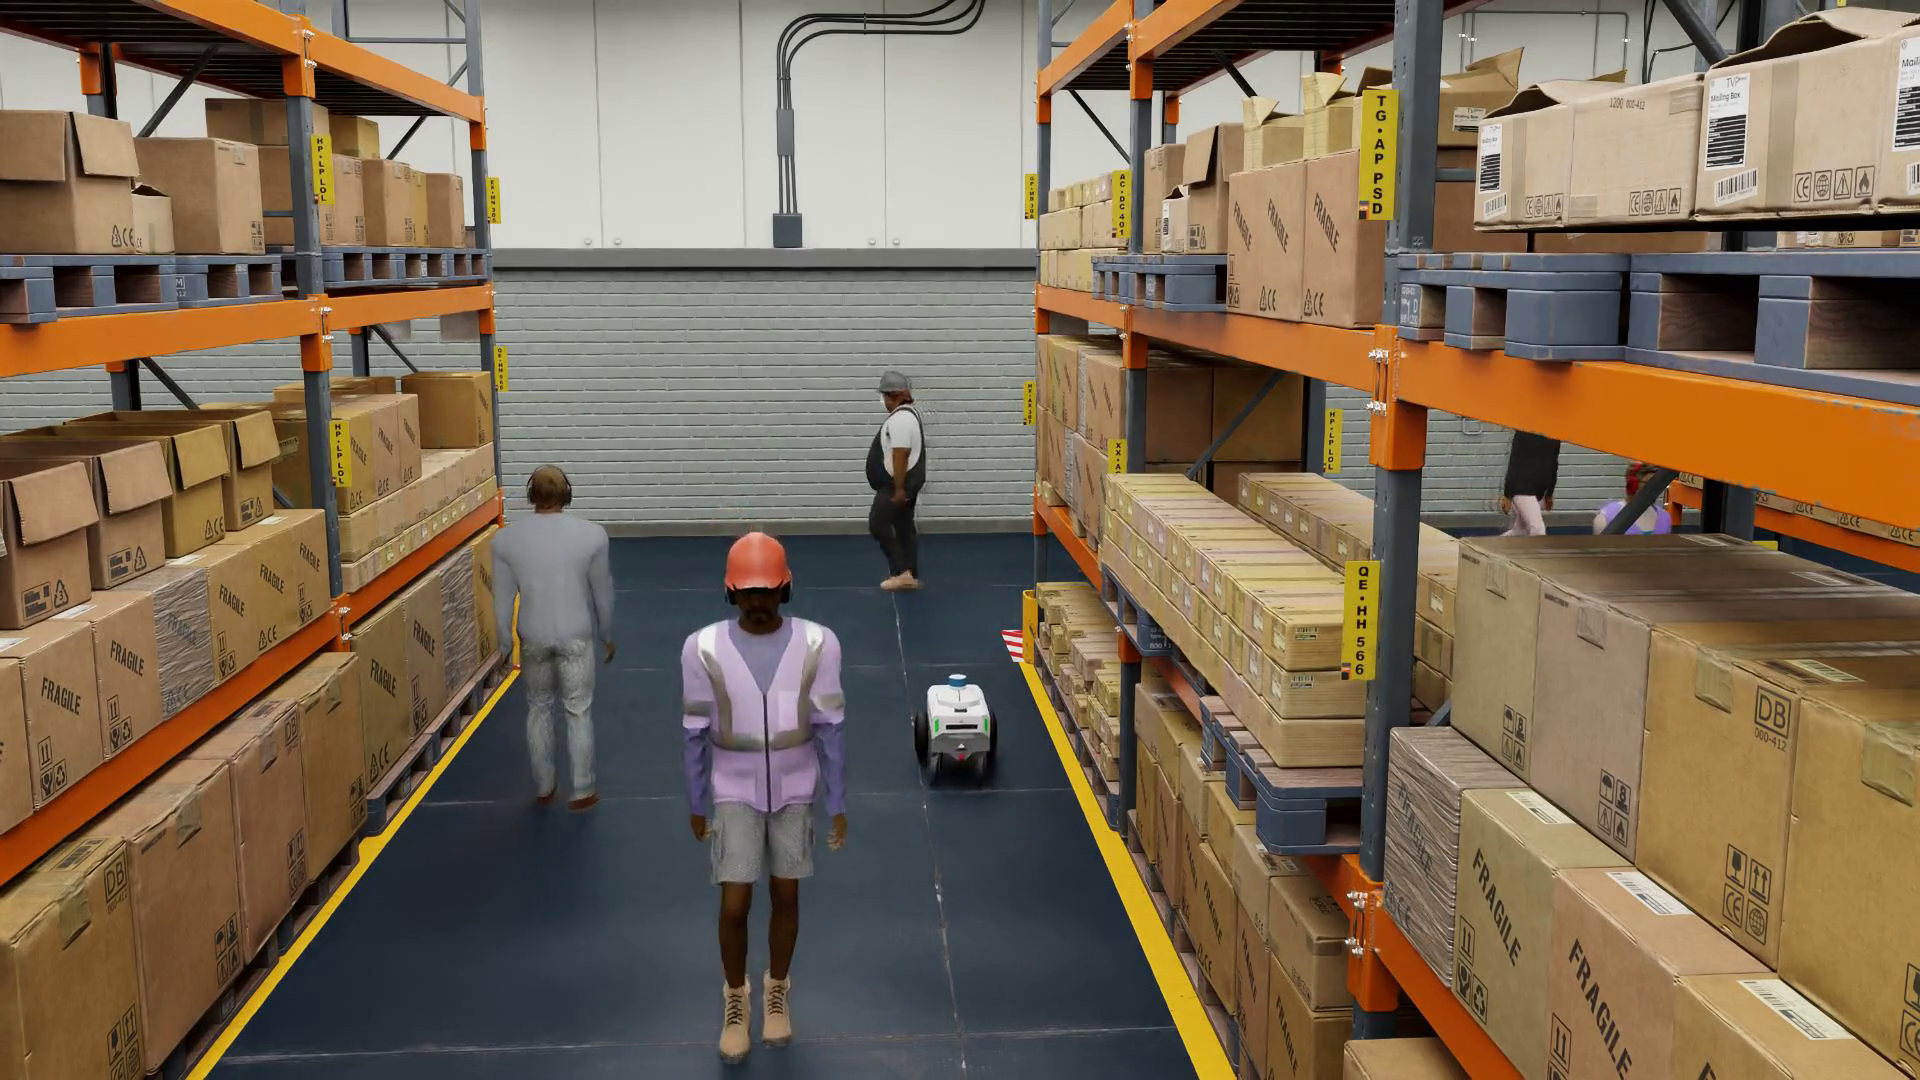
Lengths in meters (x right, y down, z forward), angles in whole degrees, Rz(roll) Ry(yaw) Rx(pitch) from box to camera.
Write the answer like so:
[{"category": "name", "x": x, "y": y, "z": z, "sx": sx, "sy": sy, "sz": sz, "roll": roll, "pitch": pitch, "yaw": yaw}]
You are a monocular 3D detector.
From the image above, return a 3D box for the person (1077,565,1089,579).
[{"category": "person", "x": 1.291, "y": -0.606, "z": 15.812, "sx": 0.379, "sy": 1.940, "sz": 0.629, "roll": -1, "pitch": 10, "yaw": -8}]

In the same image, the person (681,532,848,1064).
[{"category": "person", "x": -0.725, "y": 0.976, "z": 6.272, "sx": 0.607, "sy": 2.024, "sz": 0.610, "roll": -2, "pitch": 10, "yaw": -11}]

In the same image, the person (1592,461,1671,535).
[{"category": "person", "x": 4.051, "y": 0.415, "z": 10.109, "sx": 0.572, "sy": 1.837, "sz": 0.413, "roll": -4, "pitch": 10, "yaw": -22}]

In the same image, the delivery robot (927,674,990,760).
[{"category": "delivery robot", "x": -0.013, "y": 1.044, "z": 9.890, "sx": 0.477, "sy": 0.478, "sz": 0.707, "roll": -1, "pitch": 10, "yaw": -4}]

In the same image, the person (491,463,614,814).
[{"category": "person", "x": -2.205, "y": 0.540, "z": 9.088, "sx": 0.637, "sy": 1.937, "sz": 0.375, "roll": -1, "pitch": 10, "yaw": -4}]

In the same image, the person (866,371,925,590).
[{"category": "person", "x": -0.585, "y": -0.536, "z": 15.101, "sx": 0.537, "sy": 2.000, "sz": 0.708, "roll": 1, "pitch": 10, "yaw": 6}]

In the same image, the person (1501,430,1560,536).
[{"category": "person", "x": 5.051, "y": -0.459, "z": 15.011, "sx": 0.624, "sy": 1.938, "sz": 0.934, "roll": -9, "pitch": 13, "yaw": -42}]
